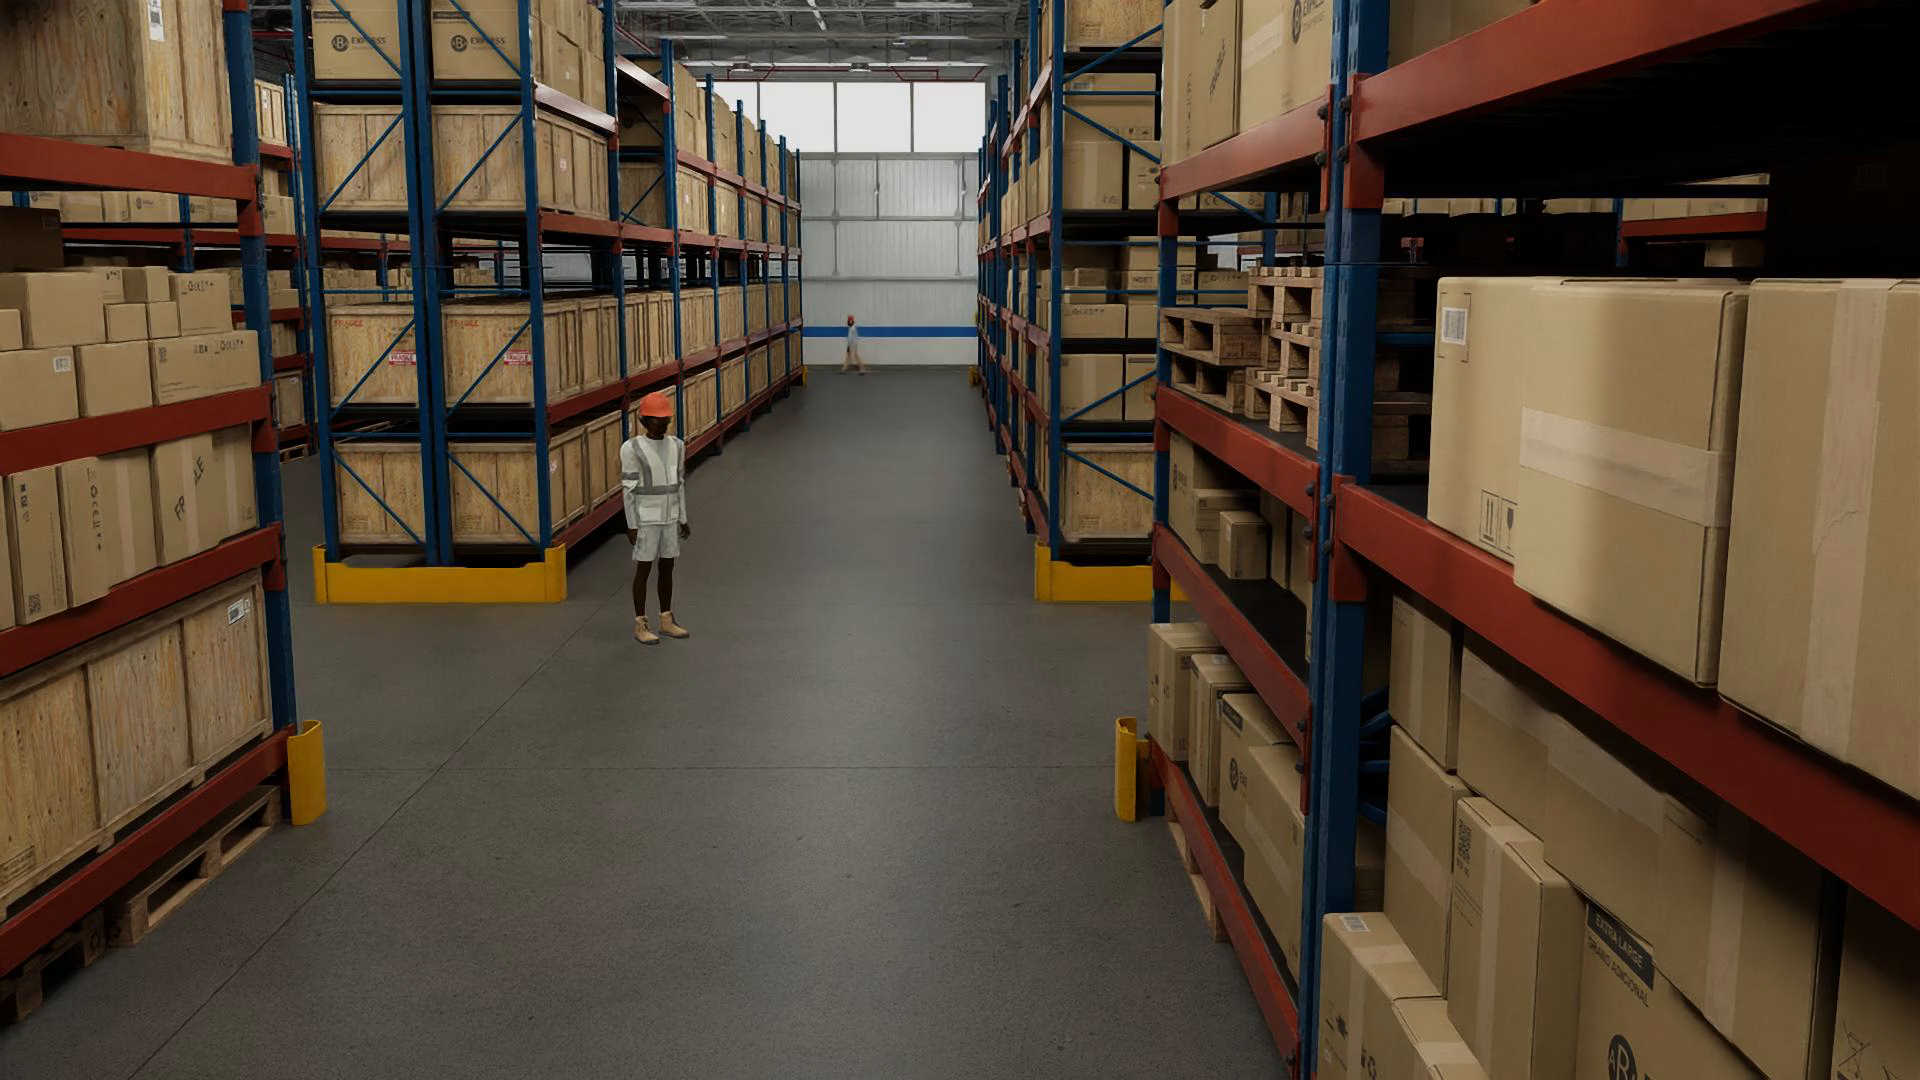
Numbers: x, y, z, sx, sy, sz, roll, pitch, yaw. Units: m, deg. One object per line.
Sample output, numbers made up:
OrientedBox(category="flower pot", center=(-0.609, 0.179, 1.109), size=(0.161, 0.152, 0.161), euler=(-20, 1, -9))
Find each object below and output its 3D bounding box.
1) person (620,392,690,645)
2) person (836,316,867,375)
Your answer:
OrientedBox(category="person", center=(-2.453, -0.180, 13.522), size=(0.372, 2.044, 0.607), euler=(8, 12, 42))
OrientedBox(category="person", center=(-3.061, -5.538, 47.400), size=(0.889, 1.709, 0.578), euler=(-1, 9, -4))
